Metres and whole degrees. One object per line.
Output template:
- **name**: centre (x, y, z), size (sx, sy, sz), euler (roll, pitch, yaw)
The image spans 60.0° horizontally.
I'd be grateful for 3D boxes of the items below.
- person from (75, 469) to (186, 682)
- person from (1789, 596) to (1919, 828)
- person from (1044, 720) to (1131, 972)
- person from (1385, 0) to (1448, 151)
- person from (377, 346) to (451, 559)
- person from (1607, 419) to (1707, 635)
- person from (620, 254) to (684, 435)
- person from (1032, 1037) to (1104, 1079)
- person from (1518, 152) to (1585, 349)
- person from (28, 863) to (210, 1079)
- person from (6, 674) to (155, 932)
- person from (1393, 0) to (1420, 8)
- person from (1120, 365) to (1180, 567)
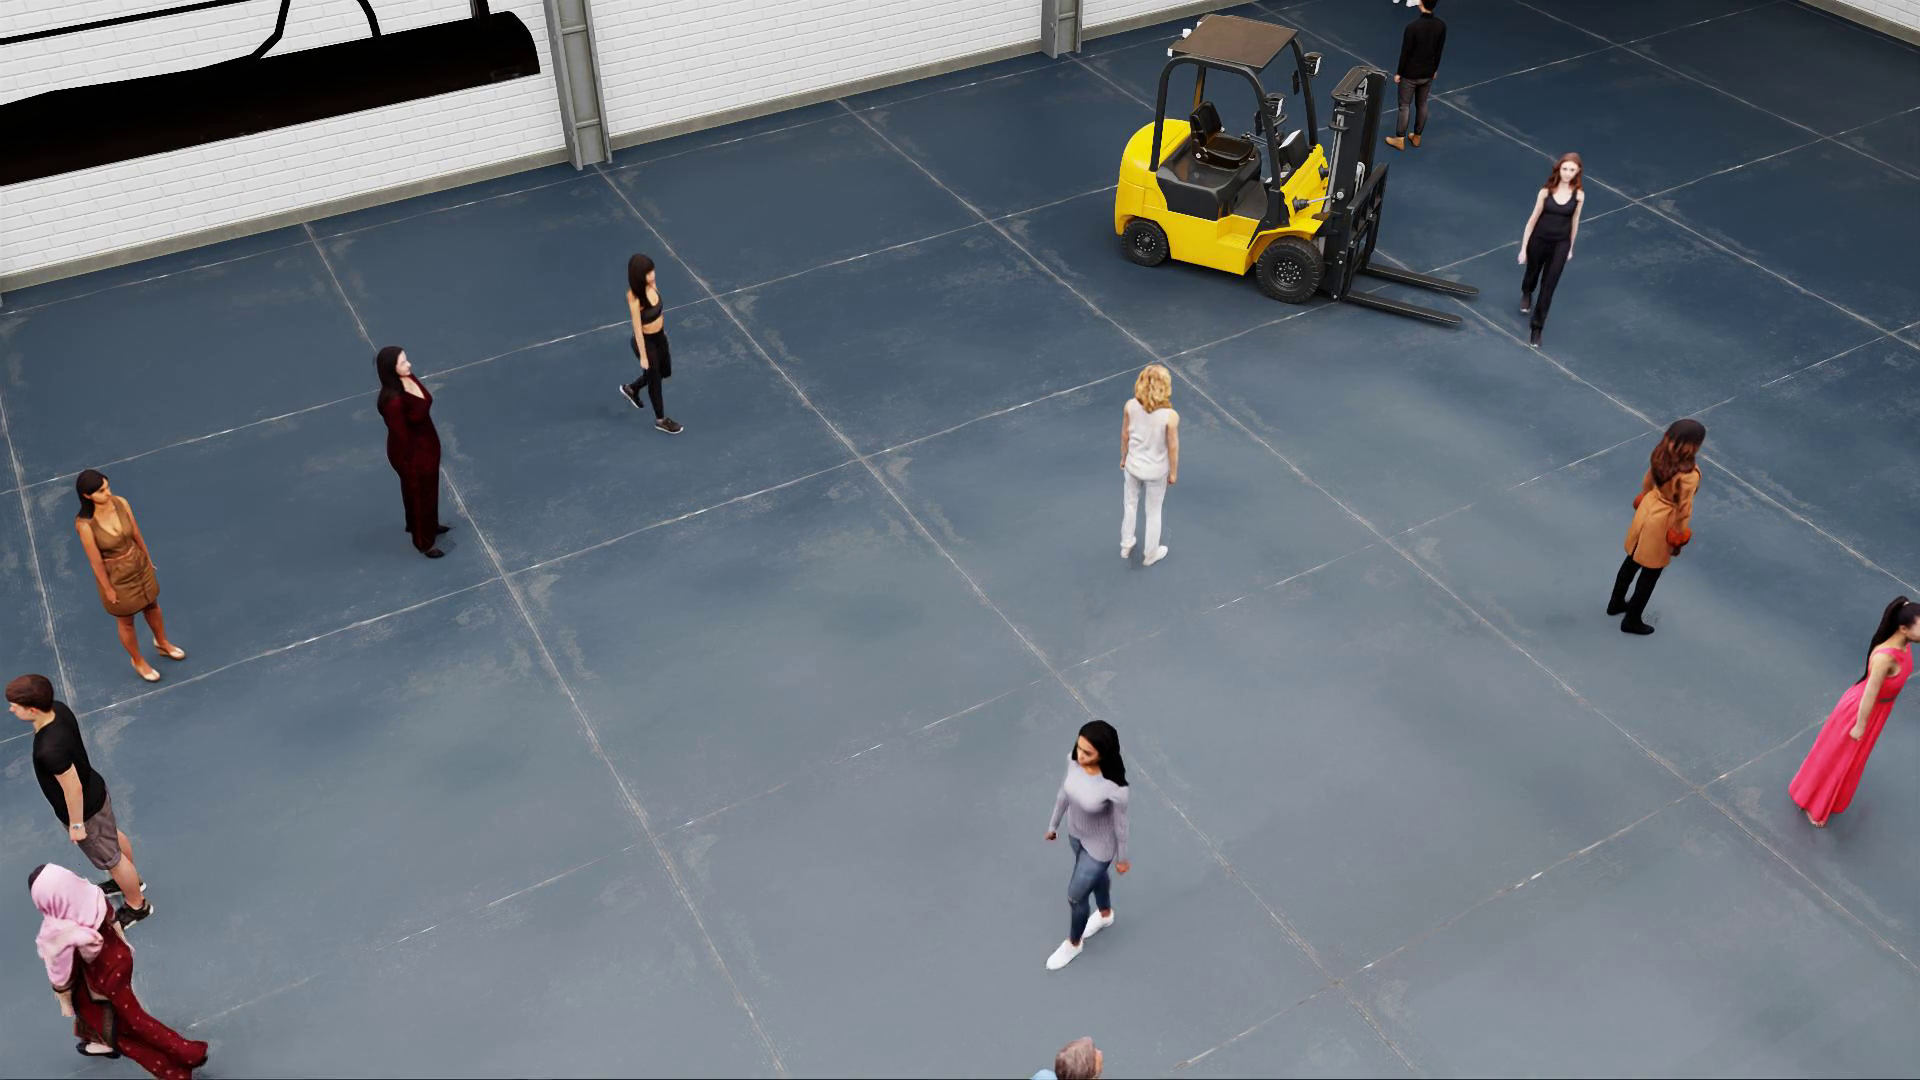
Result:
- **person**: centre (-5.599, 0.226, 11.133), size (0.701, 1.685, 0.617), euler (15, 41, 18)
- **person**: centre (5.482, 1.040, 10.082), size (0.740, 1.725, 0.603), euler (30, 47, 32)
- **person**: centre (0.820, 1.632, 9.346), size (0.799, 1.719, 0.667), euler (-23, 44, -26)
- **person**: centre (4.859, -4.996, 17.642), size (0.558, 1.722, 0.755), euler (-11, 40, -13)
- **person**: centre (-4.018, -0.666, 12.194), size (0.759, 1.756, 0.760), euler (-4, 39, -5)
- **person**: centre (4.838, -0.103, 11.516), size (0.713, 1.722, 0.765), euler (-7, 39, -9)
- **person**: centre (-2.583, -1.609, 13.472), size (0.884, 1.634, 0.848), euler (13, 40, 16)
- **person**: centre (0.507, 2.900, 7.677), size (0.657, 1.820, 0.711), euler (-32, 48, -33)
- **person**: centre (5.205, -2.654, 14.731), size (1.146, 1.696, 1.193), euler (9, 39, 11)
- **person**: centre (-4.408, 2.269, 8.639), size (1.143, 1.605, 1.015), euler (4, 39, 5)
- **person**: centre (-4.989, 1.466, 9.439), size (0.569, 1.862, 0.663), euler (-19, 42, -22)
- **person**: centre (5.733, -7.632, 20.902), size (0.585, 1.774, 0.636), euler (-30, 48, -32)
- **person**: centre (1.355, -0.550, 12.118), size (0.689, 1.669, 0.706), euler (19, 42, 22)
